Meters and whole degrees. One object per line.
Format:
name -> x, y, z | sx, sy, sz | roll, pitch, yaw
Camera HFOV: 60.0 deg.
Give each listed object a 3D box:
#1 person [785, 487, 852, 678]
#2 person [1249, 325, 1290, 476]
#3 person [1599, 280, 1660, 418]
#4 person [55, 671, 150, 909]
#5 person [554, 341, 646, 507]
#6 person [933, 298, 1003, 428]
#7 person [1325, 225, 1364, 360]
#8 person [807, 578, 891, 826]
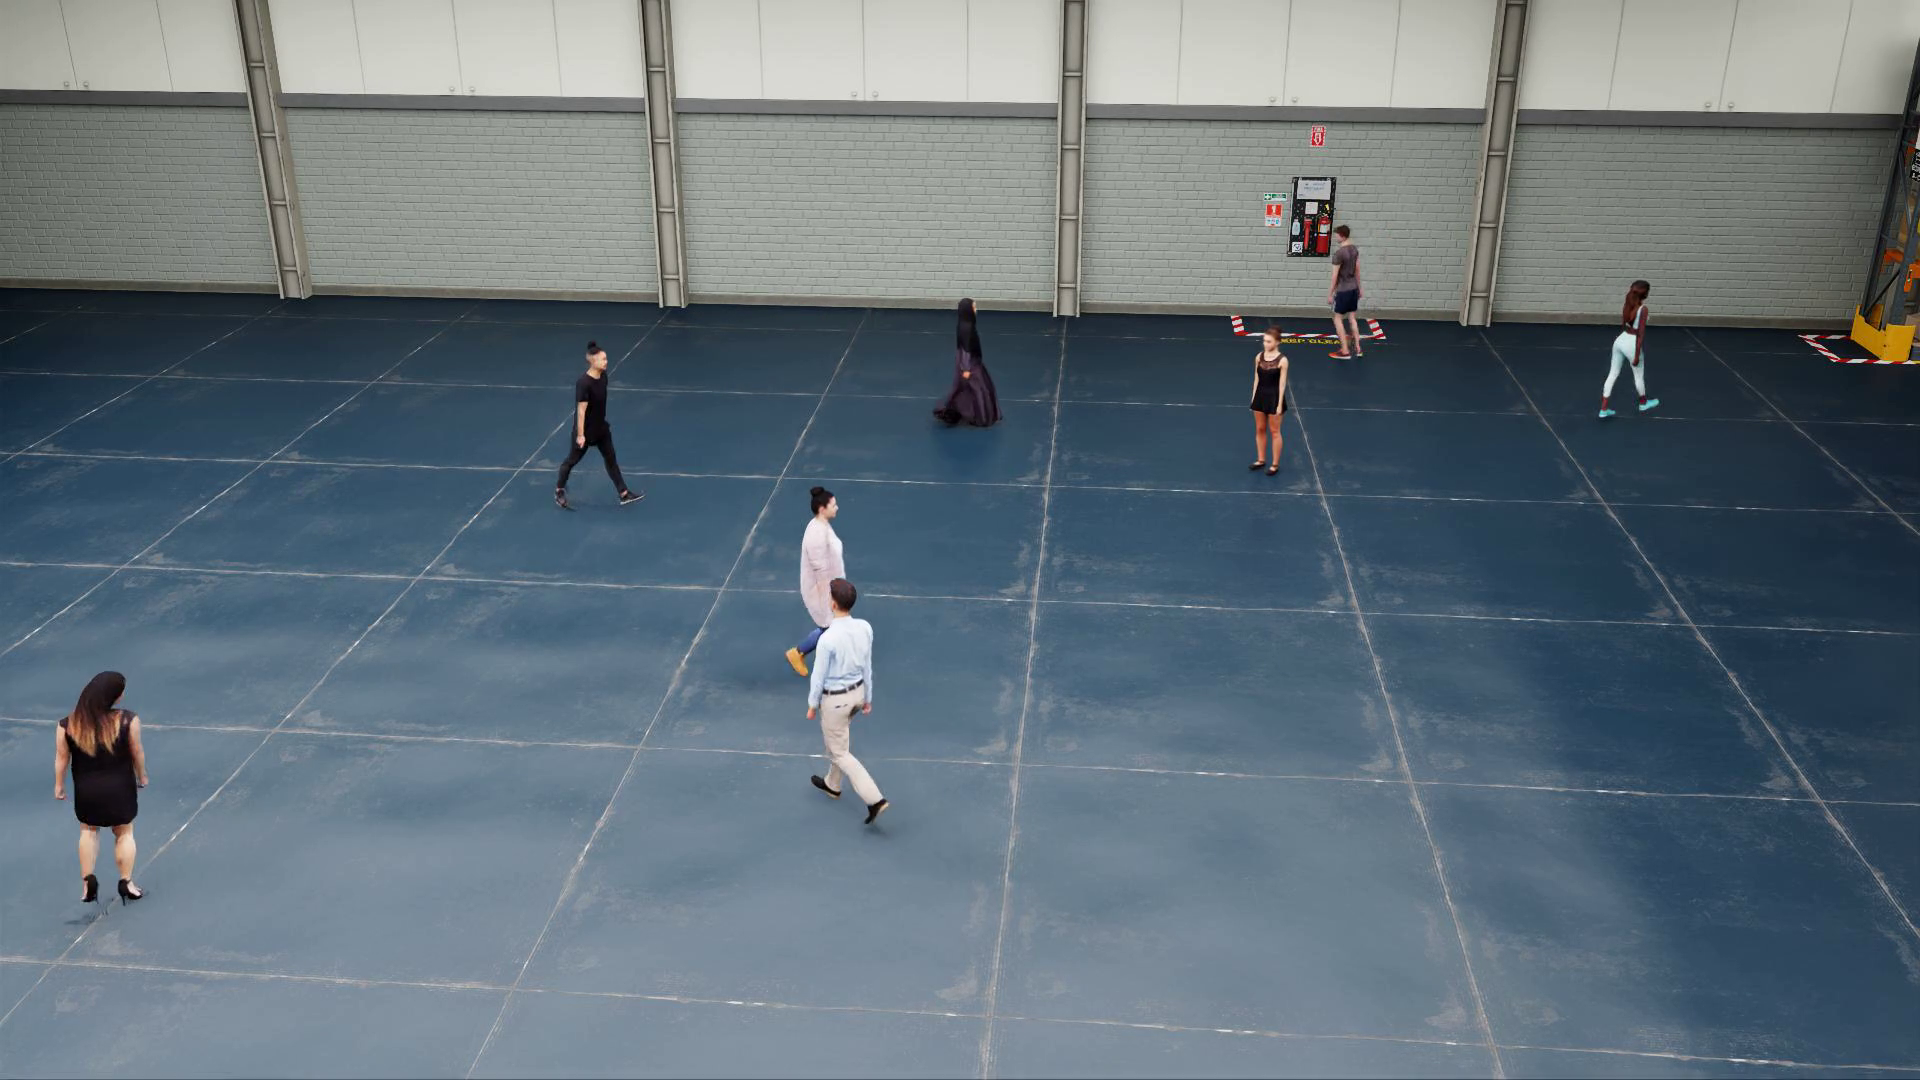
person -> -1.214, 0.387, 13.873 | 0.814, 1.729, 0.728 | 0, 23, 1
person -> 3.459, -1.571, 18.540 | 0.752, 1.680, 0.681 | -21, 31, -40
person -> 8.052, -2.289, 20.222 | 1.149, 1.684, 0.926 | -9, 25, -21
person -> -5.630, 1.659, 10.943 | 0.754, 1.681, 0.900 | -13, 26, -27
person -> -3.968, -1.195, 17.496 | 1.329, 1.805, 0.985 | 10, 25, 22
person -> 0.028, -2.106, 19.906 | 1.107, 1.594, 0.736 | -2, 23, -5
person -> 5.279, -3.345, 22.531 | 0.891, 1.822, 0.944 | -12, 26, -26
person -> -0.802, 1.183, 11.883 | 1.226, 1.821, 1.067 | 19, 29, 37
